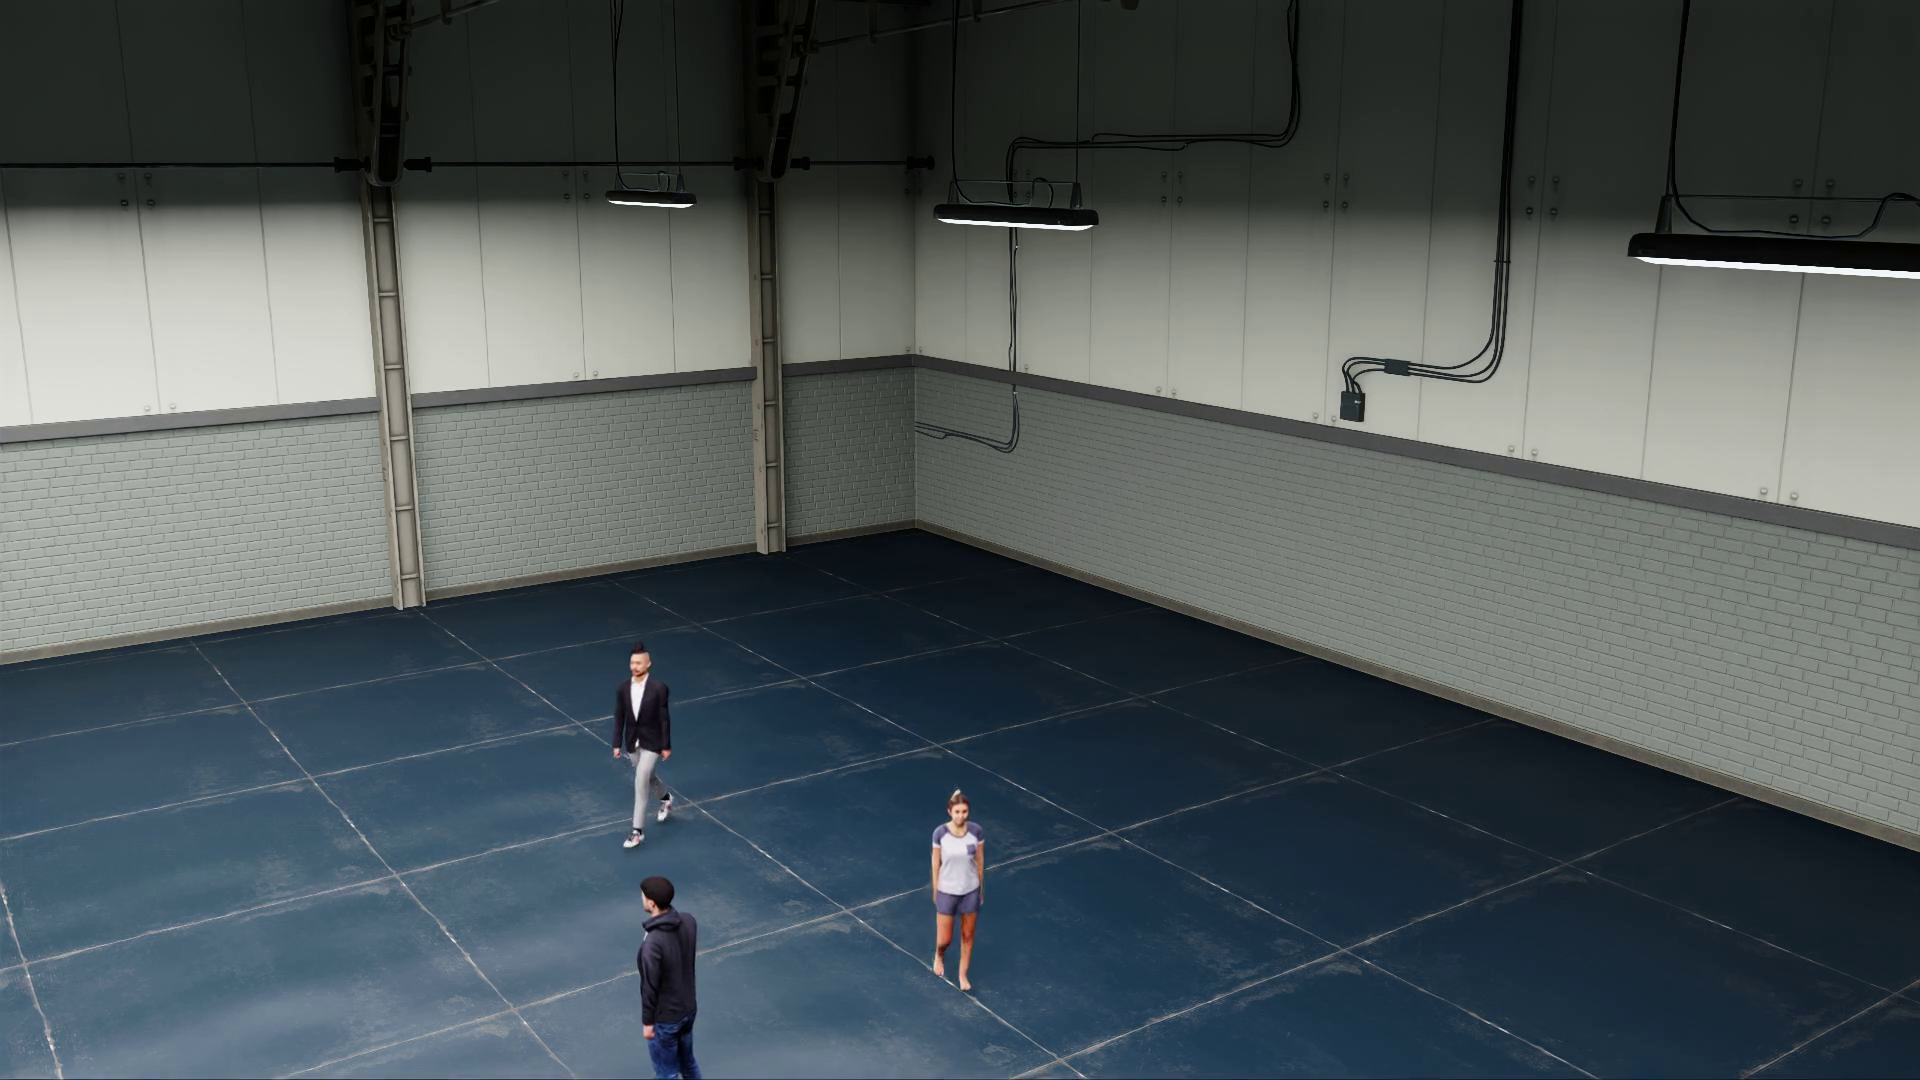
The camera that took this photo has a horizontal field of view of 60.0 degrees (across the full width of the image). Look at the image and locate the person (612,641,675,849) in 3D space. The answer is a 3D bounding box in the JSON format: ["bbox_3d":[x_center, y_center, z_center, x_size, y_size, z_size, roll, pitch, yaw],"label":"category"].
[{"bbox_3d":[-2.993,1.910,15.990,1.177,1.913,1.341,5,14,20],"label":"person"}]

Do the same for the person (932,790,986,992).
[{"bbox_3d":[-0.028,2.733,13.092,0.689,1.615,0.743,-3,13,-12],"label":"person"}]

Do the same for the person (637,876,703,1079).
[{"bbox_3d":[-1.897,3.090,10.942,0.824,1.891,0.707,6,14,24],"label":"person"}]
